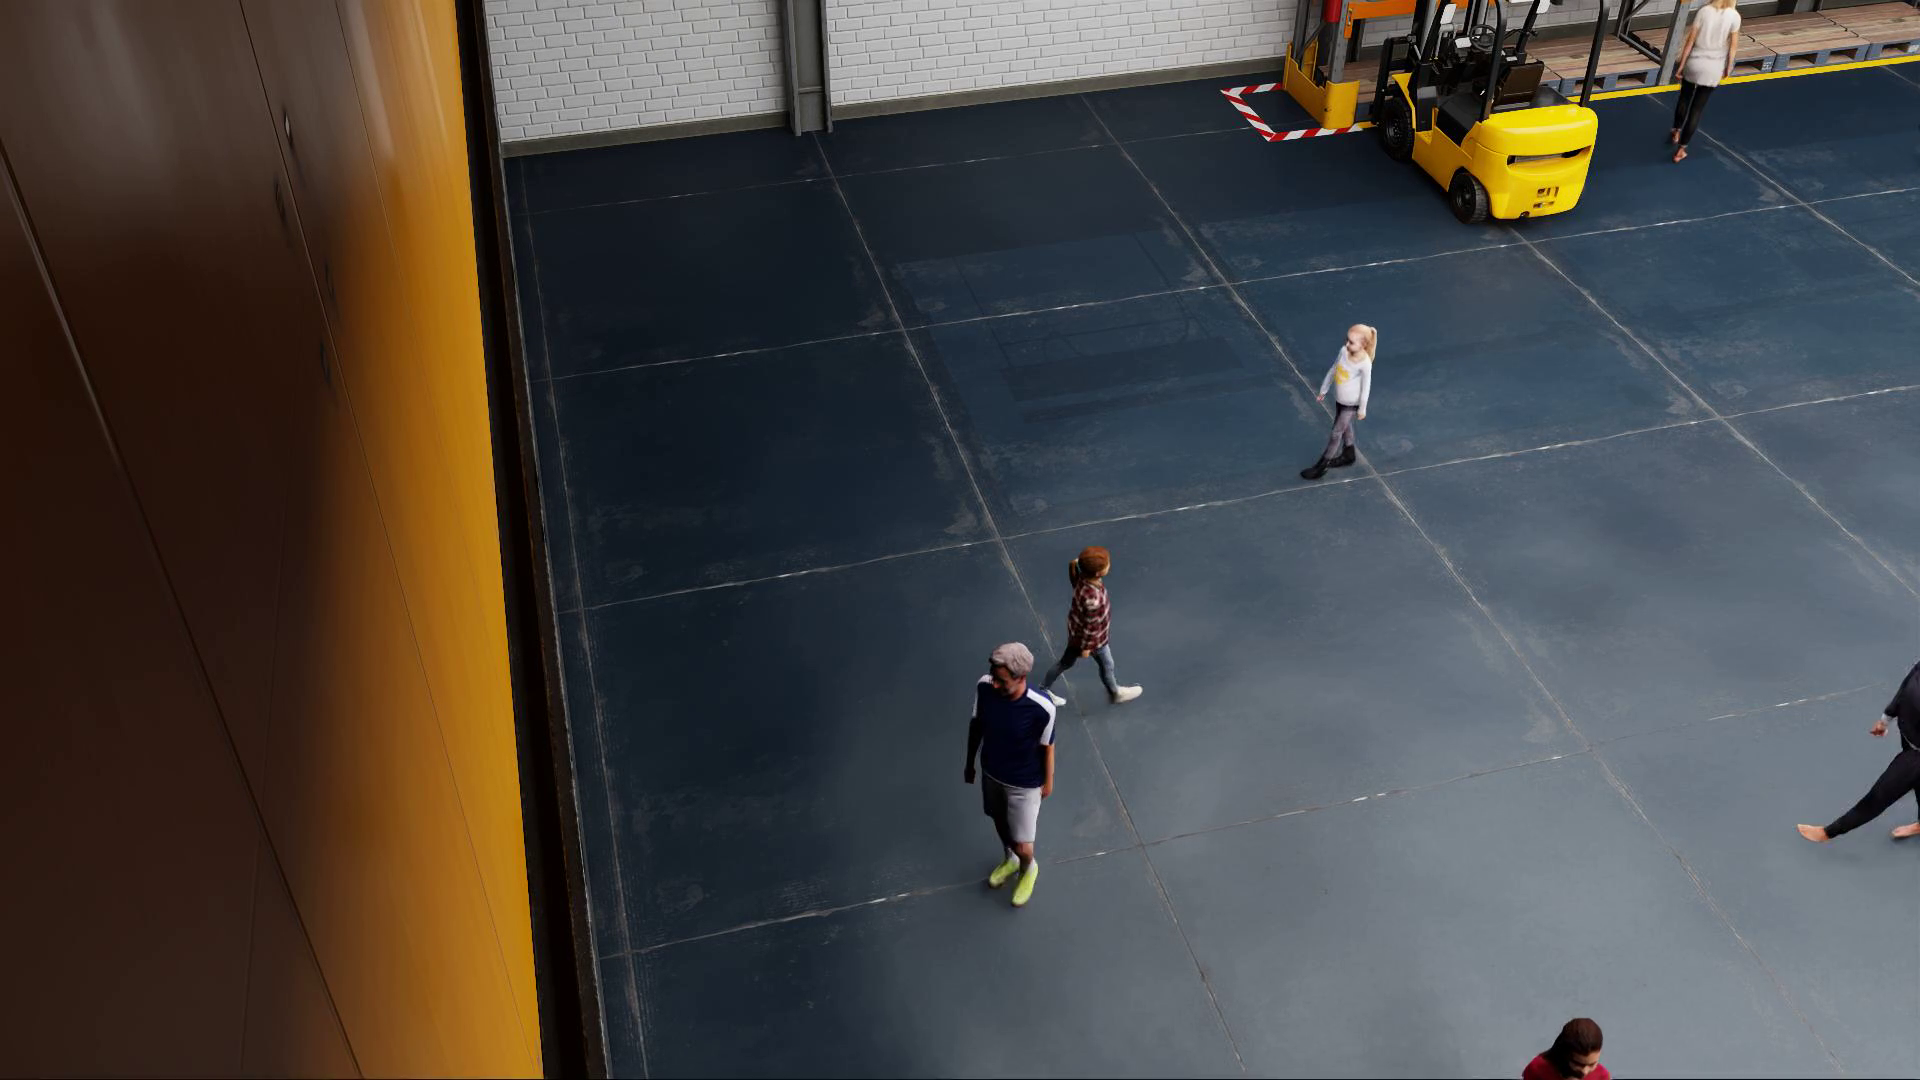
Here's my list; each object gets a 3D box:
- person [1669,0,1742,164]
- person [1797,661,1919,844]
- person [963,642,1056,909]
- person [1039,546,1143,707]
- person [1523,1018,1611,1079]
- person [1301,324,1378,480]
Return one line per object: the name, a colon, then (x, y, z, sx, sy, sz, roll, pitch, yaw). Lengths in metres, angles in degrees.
person: (7.296, -4.587, 16.370, 0.965, 1.802, 1.015, 18, 42, 22)
person: (5.489, 1.121, 9.325, 1.171, 1.674, 0.824, -1, 39, -1)
person: (0.325, 1.212, 9.092, 0.760, 1.823, 0.804, 23, 44, 26)
person: (0.725, 0.577, 10.324, 0.944, 1.277, 0.584, -6, 39, -8)
person: (2.670, 2.607, 7.584, 1.056, 1.524, 0.815, 1, 39, 1)
person: (2.942, -1.060, 12.386, 0.761, 1.262, 0.533, -13, 40, -16)
